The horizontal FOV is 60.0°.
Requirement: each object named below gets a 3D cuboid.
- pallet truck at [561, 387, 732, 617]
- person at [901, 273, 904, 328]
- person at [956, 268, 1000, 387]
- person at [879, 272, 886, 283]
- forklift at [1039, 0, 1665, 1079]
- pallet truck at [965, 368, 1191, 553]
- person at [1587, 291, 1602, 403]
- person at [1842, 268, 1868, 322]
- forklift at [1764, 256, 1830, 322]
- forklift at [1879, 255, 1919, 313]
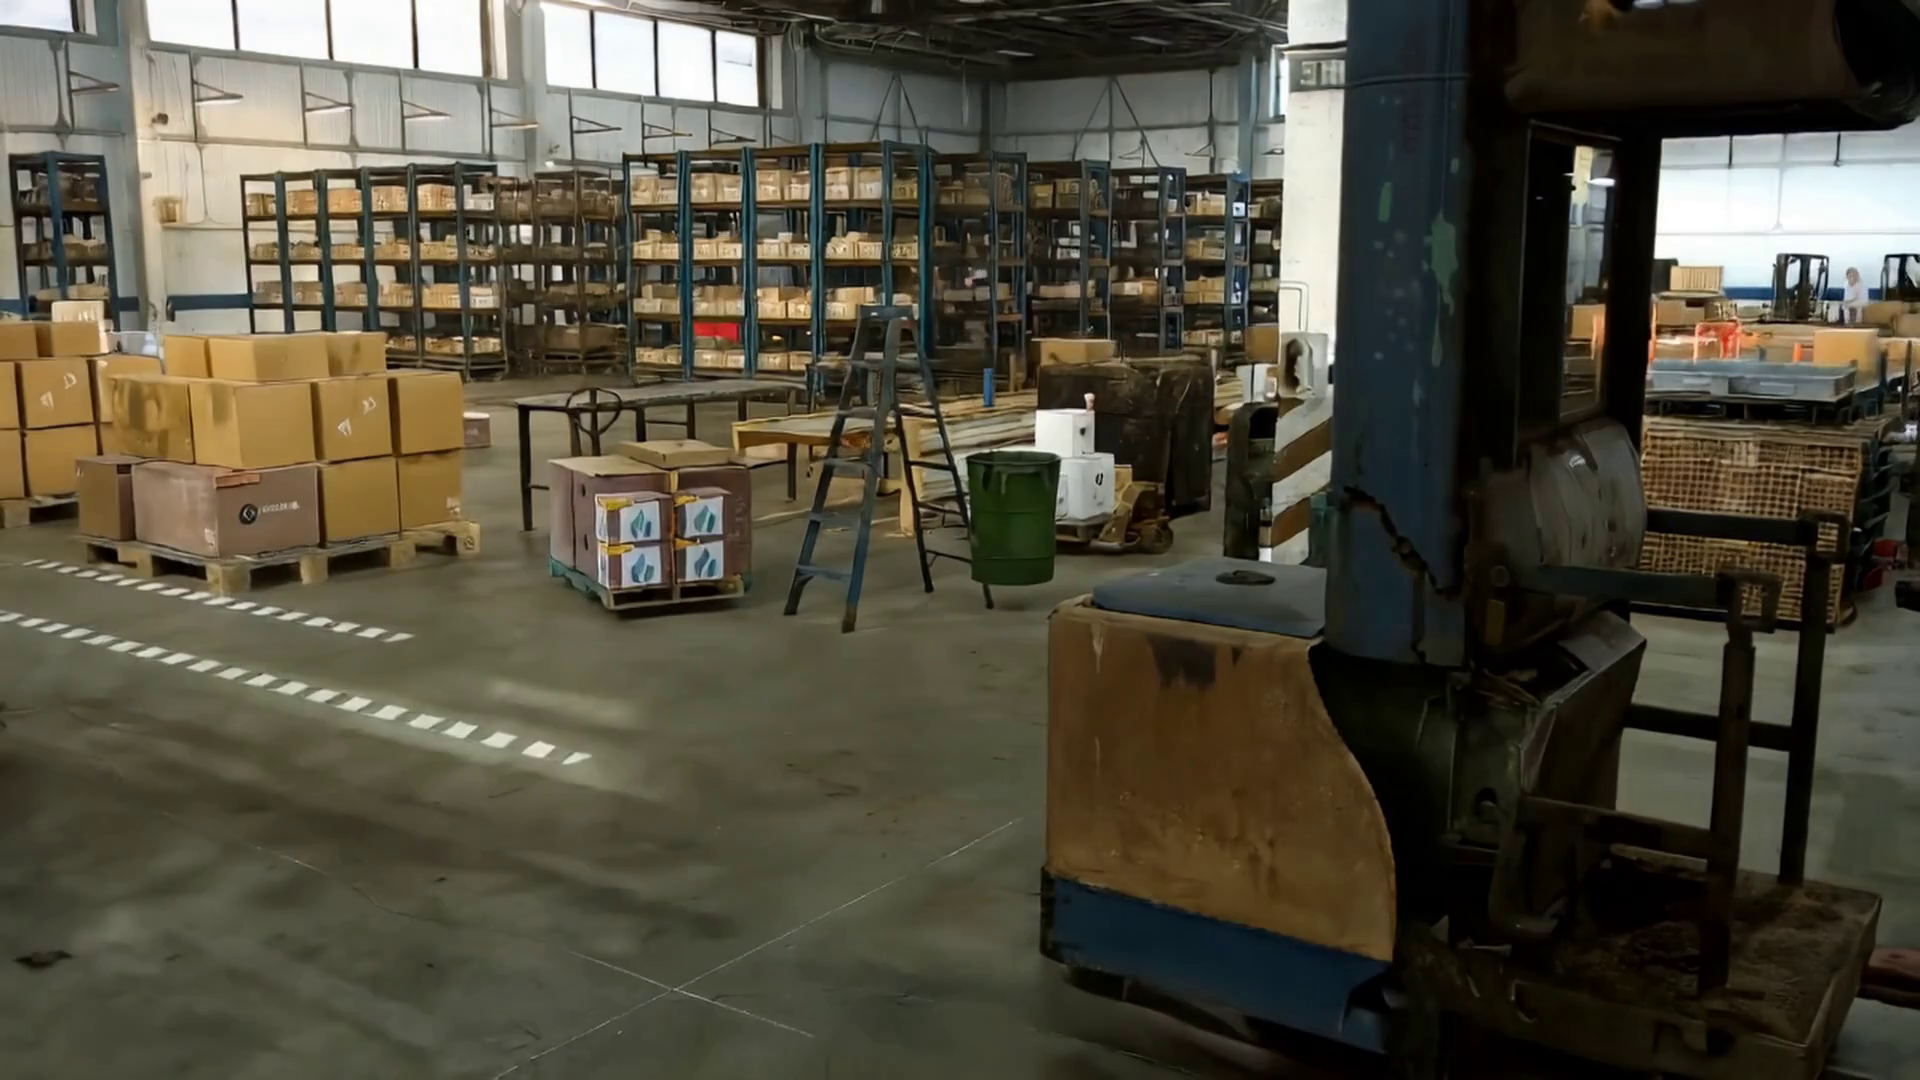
[{"bbox_3d":[-1.981,-0.274,10.088,0.680,1.201,1.601,-5,11,-28],"label":"pallet truck"},{"bbox_3d":[-1.336,-4.991,36.475,0.580,1.803,0.687,7,12,34],"label":"person"},{"bbox_3d":[0.229,-3.420,26.809,0.954,1.912,0.615,6,11,31],"label":"person"},{"bbox_3d":[-1.483,-4.797,35.311,0.600,1.803,0.586,4,10,21],"label":"person"},{"bbox_3d":[1.249,-0.137,4.360,1.873,2.768,1.129,7,12,35],"label":"forklift"},{"bbox_3d":[0.845,-0.609,11.869,1.630,1.274,0.653,7,12,35],"label":"pallet truck"},{"bbox_3d":[9.107,-2.781,23.422,0.533,1.767,0.324,4,11,25],"label":"person"},{"bbox_3d":[17.451,-4.371,32.547,0.407,1.887,0.665,0,10,0],"label":"person"},{"bbox_3d":[20.253,-5.854,40.139,1.157,1.987,2.680,7,12,35],"label":"forklift"},{"bbox_3d":[22.089,-5.634,38.796,1.157,1.987,2.680,6,11,33],"label":"forklift"}]
